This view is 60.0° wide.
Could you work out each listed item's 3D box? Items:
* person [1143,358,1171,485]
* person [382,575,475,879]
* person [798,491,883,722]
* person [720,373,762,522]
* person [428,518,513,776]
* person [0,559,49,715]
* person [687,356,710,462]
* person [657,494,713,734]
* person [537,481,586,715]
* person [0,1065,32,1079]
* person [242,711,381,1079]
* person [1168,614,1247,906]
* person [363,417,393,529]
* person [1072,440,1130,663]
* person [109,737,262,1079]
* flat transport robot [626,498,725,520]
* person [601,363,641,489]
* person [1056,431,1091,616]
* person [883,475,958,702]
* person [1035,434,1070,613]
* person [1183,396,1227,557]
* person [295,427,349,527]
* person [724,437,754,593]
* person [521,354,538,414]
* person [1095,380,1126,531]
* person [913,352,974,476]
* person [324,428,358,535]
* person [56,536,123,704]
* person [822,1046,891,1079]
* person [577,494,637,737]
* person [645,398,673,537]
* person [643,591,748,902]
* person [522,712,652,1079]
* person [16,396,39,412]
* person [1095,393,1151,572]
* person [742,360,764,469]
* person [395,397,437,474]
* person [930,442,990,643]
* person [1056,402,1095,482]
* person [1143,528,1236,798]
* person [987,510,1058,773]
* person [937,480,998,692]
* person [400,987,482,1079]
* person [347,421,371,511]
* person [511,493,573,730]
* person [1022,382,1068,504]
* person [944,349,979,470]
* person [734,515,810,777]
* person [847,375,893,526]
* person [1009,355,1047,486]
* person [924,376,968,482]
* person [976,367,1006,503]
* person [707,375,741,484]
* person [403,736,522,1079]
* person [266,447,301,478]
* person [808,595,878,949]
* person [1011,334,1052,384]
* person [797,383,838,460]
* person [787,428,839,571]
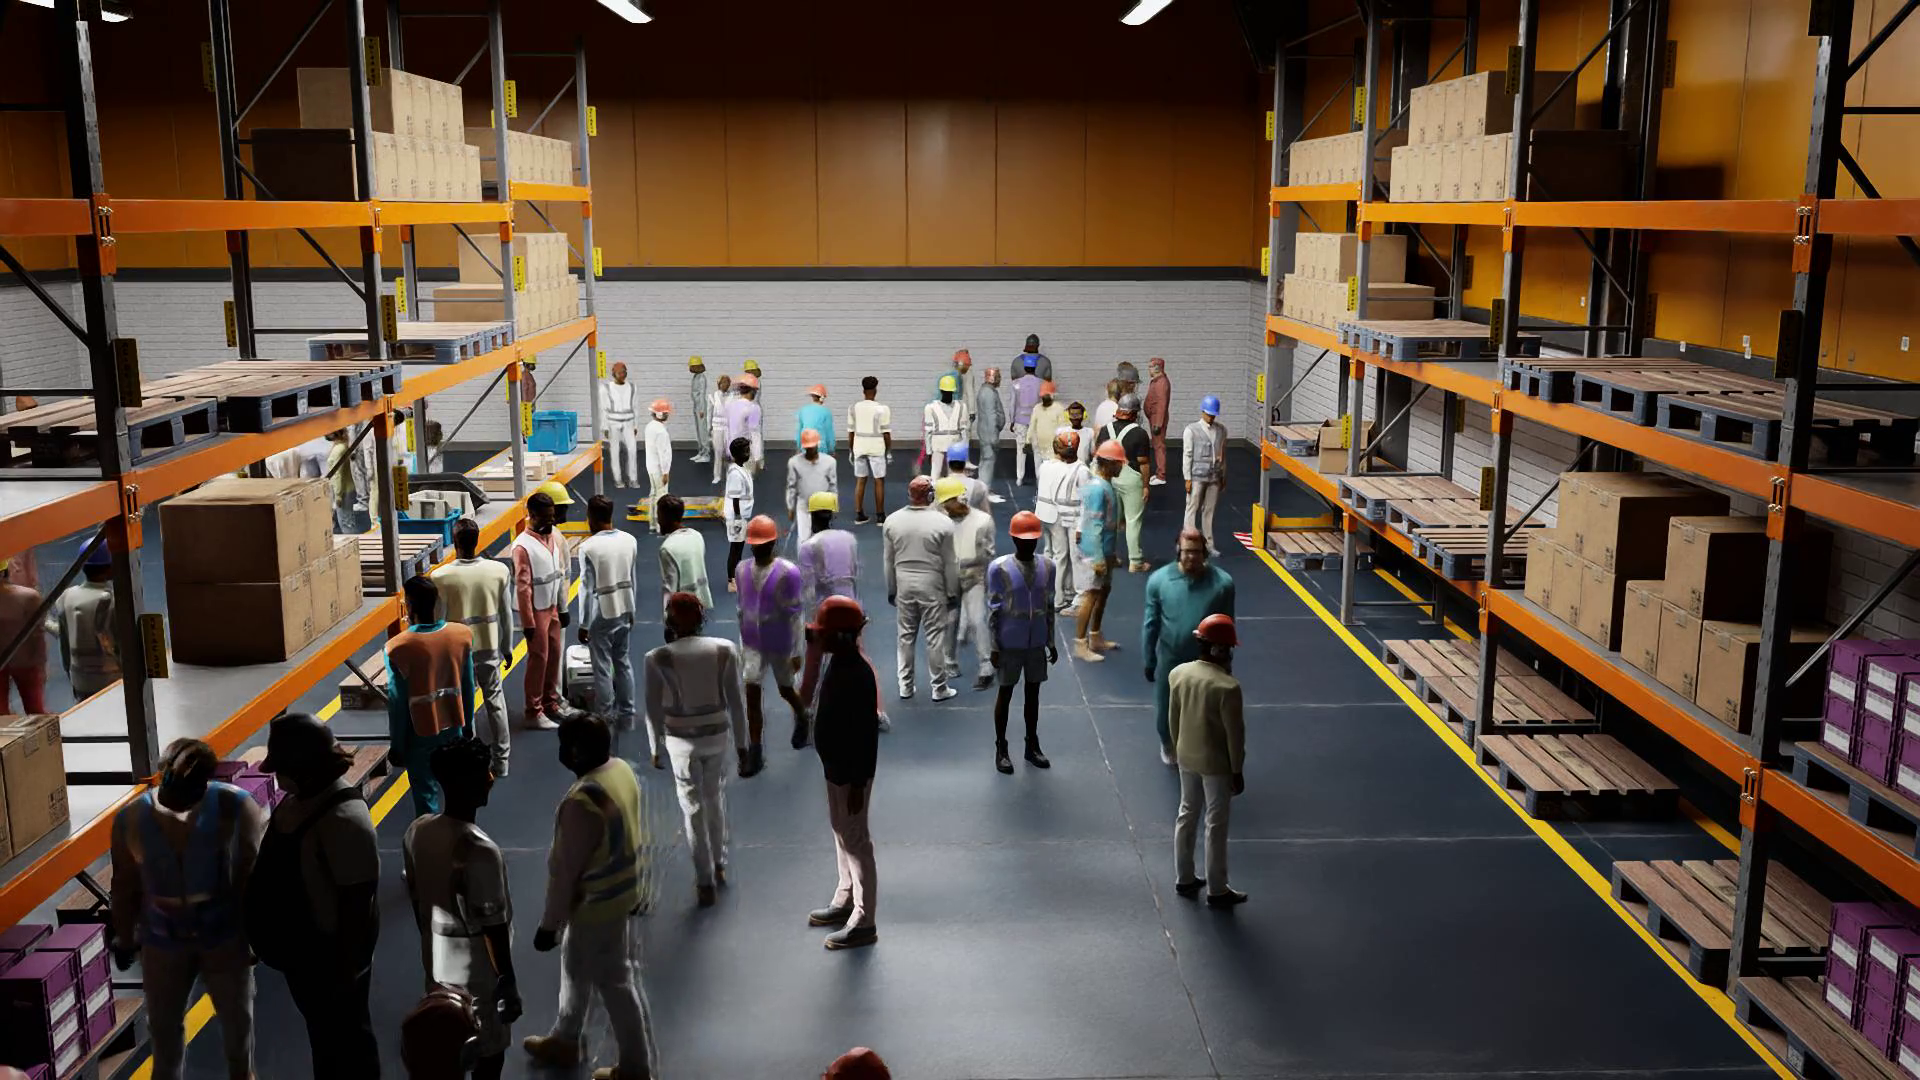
[{"bbox_3d":[2.936,-1.774,24.873,0.402,1.904,0.652,1,11,7],"label":"person"},{"bbox_3d":[-3.214,1.155,10.144,0.392,1.921,0.593,9,14,38],"label":"person"},{"bbox_3d":[-1.016,0.563,13.277,0.635,1.874,1.010,-10,15,-41],"label":"person"},{"bbox_3d":[-2.740,-1.126,21.351,0.521,2.011,0.646,-9,14,-37],"label":"person"},{"bbox_3d":[-3.494,0.795,11.952,0.596,1.917,0.374,-8,14,-35],"label":"person"},{"bbox_3d":[-6.838,0.874,11.992,0.534,1.740,0.647,-4,12,-19],"label":"person"},{"bbox_3d":[-4.270,-2.139,27.130,0.326,1.736,0.487,-5,12,-24],"label":"person"},{"bbox_3d":[-2.164,0.584,13.051,0.424,1.906,0.608,3,12,16],"label":"person"},{"bbox_3d":[-3.298,0.479,13.516,0.381,1.928,0.587,-6,13,-26],"label":"person"},{"bbox_3d":[-2.443,2.301,4.235,0.642,1.979,0.515,1,11,5],"label":"person"},{"bbox_3d":[-2.765,1.700,7.109,0.537,2.000,0.679,-9,15,-39],"label":"person"},{"bbox_3d":[1.491,1.295,9.882,0.337,1.742,0.561,-9,14,-37],"label":"person"},{"bbox_3d":[-7.394,-0.912,21.251,0.278,1.629,0.504,5,12,24],"label":"person"},{"bbox_3d":[1.286,0.100,15.244,0.494,2.008,0.671,2,11,10],"label":"person"},{"bbox_3d":[-3.422,1.749,7.419,0.682,1.823,0.465,-3,12,-14],"label":"person"},{"bbox_3d":[-3.705,-0.425,22.218,1.431,0.197,0.652,-1,11,-6],"label":"flat transport robot"},{"bbox_3d":[-4.963,-1.661,24.391,0.572,1.859,0.714,-6,13,-26],"label":"person"},{"bbox_3d":[1.127,-0.173,16.890,0.356,1.885,0.573,-4,12,-20],"label":"person"},{"bbox_3d":[-0.312,0.404,13.944,0.640,1.910,0.401,4,12,21],"label":"person"},{"bbox_3d":[0.983,-0.173,17.025,0.389,1.835,0.566,-5,13,-26],"label":"person"},{"bbox_3d":[2.894,-0.739,19.602,0.603,1.936,0.410,-6,13,-26],"label":"person"},{"bbox_3d":[-8.221,-1.174,21.518,0.679,2.000,0.652,0,11,2],"label":"person"},{"bbox_3d":[-2.373,-0.270,17.874,0.322,1.689,0.530,0,11,0],"label":"person"},{"bbox_3d":[-7.078,-2.195,27.362,0.341,1.758,0.530,0,11,1],"label":"person"},{"bbox_3d":[1.950,-1.082,21.319,0.355,1.936,0.635,-5,12,-22],"label":"person"},{"bbox_3d":[-0.268,-1.935,25.639,0.870,1.944,0.664,4,12,18],"label":"person"},{"bbox_3d":[-7.123,-0.550,19.110,0.339,1.761,0.524,-3,12,-13],"label":"person"},{"bbox_3d":[-5.729,0.936,11.173,0.615,1.945,0.404,4,12,20],"label":"person"},{"bbox_3d":[-0.310,2.318,4.839,0.561,1.714,0.880,7,13,32],"label":"person"},{"bbox_3d":[-2.743,0.591,13.009,0.402,1.909,0.599,6,13,30],"label":"person"},{"bbox_3d":[-3.764,-0.915,20.948,0.344,1.747,0.571,-6,13,-28],"label":"person"},{"bbox_3d":[-1.609,1.214,10.010,0.603,1.856,0.690,-6,13,-27],"label":"person"},{"bbox_3d":[-1.815,1.687,7.758,0.816,1.814,0.630,1,11,5],"label":"person"},{"bbox_3d":[-12.608,-1.189,22.617,0.279,1.633,0.499,-1,11,-5],"label":"person"},{"bbox_3d":[1.915,-0.665,18.969,0.687,2.000,0.535,9,15,39],"label":"person"},{"bbox_3d":[-3.280,-1.993,26.400,0.321,1.737,0.483,-1,11,-6],"label":"person"},{"bbox_3d":[-6.645,-0.836,20.242,0.530,1.888,1.001,7,13,30],"label":"person"},{"bbox_3d":[-0.009,0.012,15.948,0.634,1.898,1.015,0,11,-1],"label":"person"},{"bbox_3d":[1.357,-0.701,19.575,0.520,1.874,0.327,1,11,7],"label":"person"},{"bbox_3d":[1.630,0.834,11.840,0.658,1.887,0.730,2,11,9],"label":"person"},{"bbox_3d":[0.469,0.737,12.195,0.543,1.939,0.360,-4,12,-21],"label":"person"},{"bbox_3d":[0.026,0.375,14.431,0.639,1.768,0.627,2,11,10],"label":"person"},{"bbox_3d":[-1.508,2.238,4.841,0.695,1.880,0.439,3,12,13],"label":"person"},{"bbox_3d":[-8.292,-1.262,22.744,0.324,1.737,0.490,-1,11,-7],"label":"person"},{"bbox_3d":[-3.323,0.560,13.172,0.414,1.906,0.600,2,12,12],"label":"person"},{"bbox_3d":[1.161,-1.336,23.152,0.576,1.708,0.857,11,16,44],"label":"person"},{"bbox_3d":[0.036,-2.073,26.363,0.408,1.906,0.654,-9,14,-39],"label":"person"},{"bbox_3d":[-1.381,0.728,12.328,0.557,1.910,0.898,4,12,19],"label":"person"},{"bbox_3d":[-1.173,-1.163,21.684,0.612,1.957,0.374,5,12,23],"label":"person"},{"bbox_3d":[1.039,-1.780,24.790,0.615,1.945,0.404,1,11,5],"label":"person"},{"bbox_3d":[-0.178,-1.226,22.105,0.585,1.918,0.409,-3,12,-16],"label":"person"},{"bbox_3d":[0.441,-1.485,23.421,0.403,1.904,0.651,-1,11,-7],"label":"person"},{"bbox_3d":[-3.529,-1.659,24.948,0.522,1.645,0.305,0,11,-1],"label":"person"},{"bbox_3d":[-2.046,1.770,6.948,0.603,1.963,0.367,9,15,39],"label":"person"},{"bbox_3d":[-7.326,-0.367,17.960,0.390,1.846,0.565,5,12,22],"label":"person"},{"bbox_3d":[-0.648,1.280,9.326,0.381,1.994,0.622,-4,12,-19],"label":"person"},{"bbox_3d":[1.206,-2.424,27.785,0.681,2.000,0.536,2,11,11],"label":"person"},{"bbox_3d":[-1.967,-1.278,22.811,0.587,1.733,0.445,9,15,39],"label":"person"},{"bbox_3d":[-1.624,-0.392,18.376,0.573,1.723,0.450,-2,12,-12],"label":"person"}]
